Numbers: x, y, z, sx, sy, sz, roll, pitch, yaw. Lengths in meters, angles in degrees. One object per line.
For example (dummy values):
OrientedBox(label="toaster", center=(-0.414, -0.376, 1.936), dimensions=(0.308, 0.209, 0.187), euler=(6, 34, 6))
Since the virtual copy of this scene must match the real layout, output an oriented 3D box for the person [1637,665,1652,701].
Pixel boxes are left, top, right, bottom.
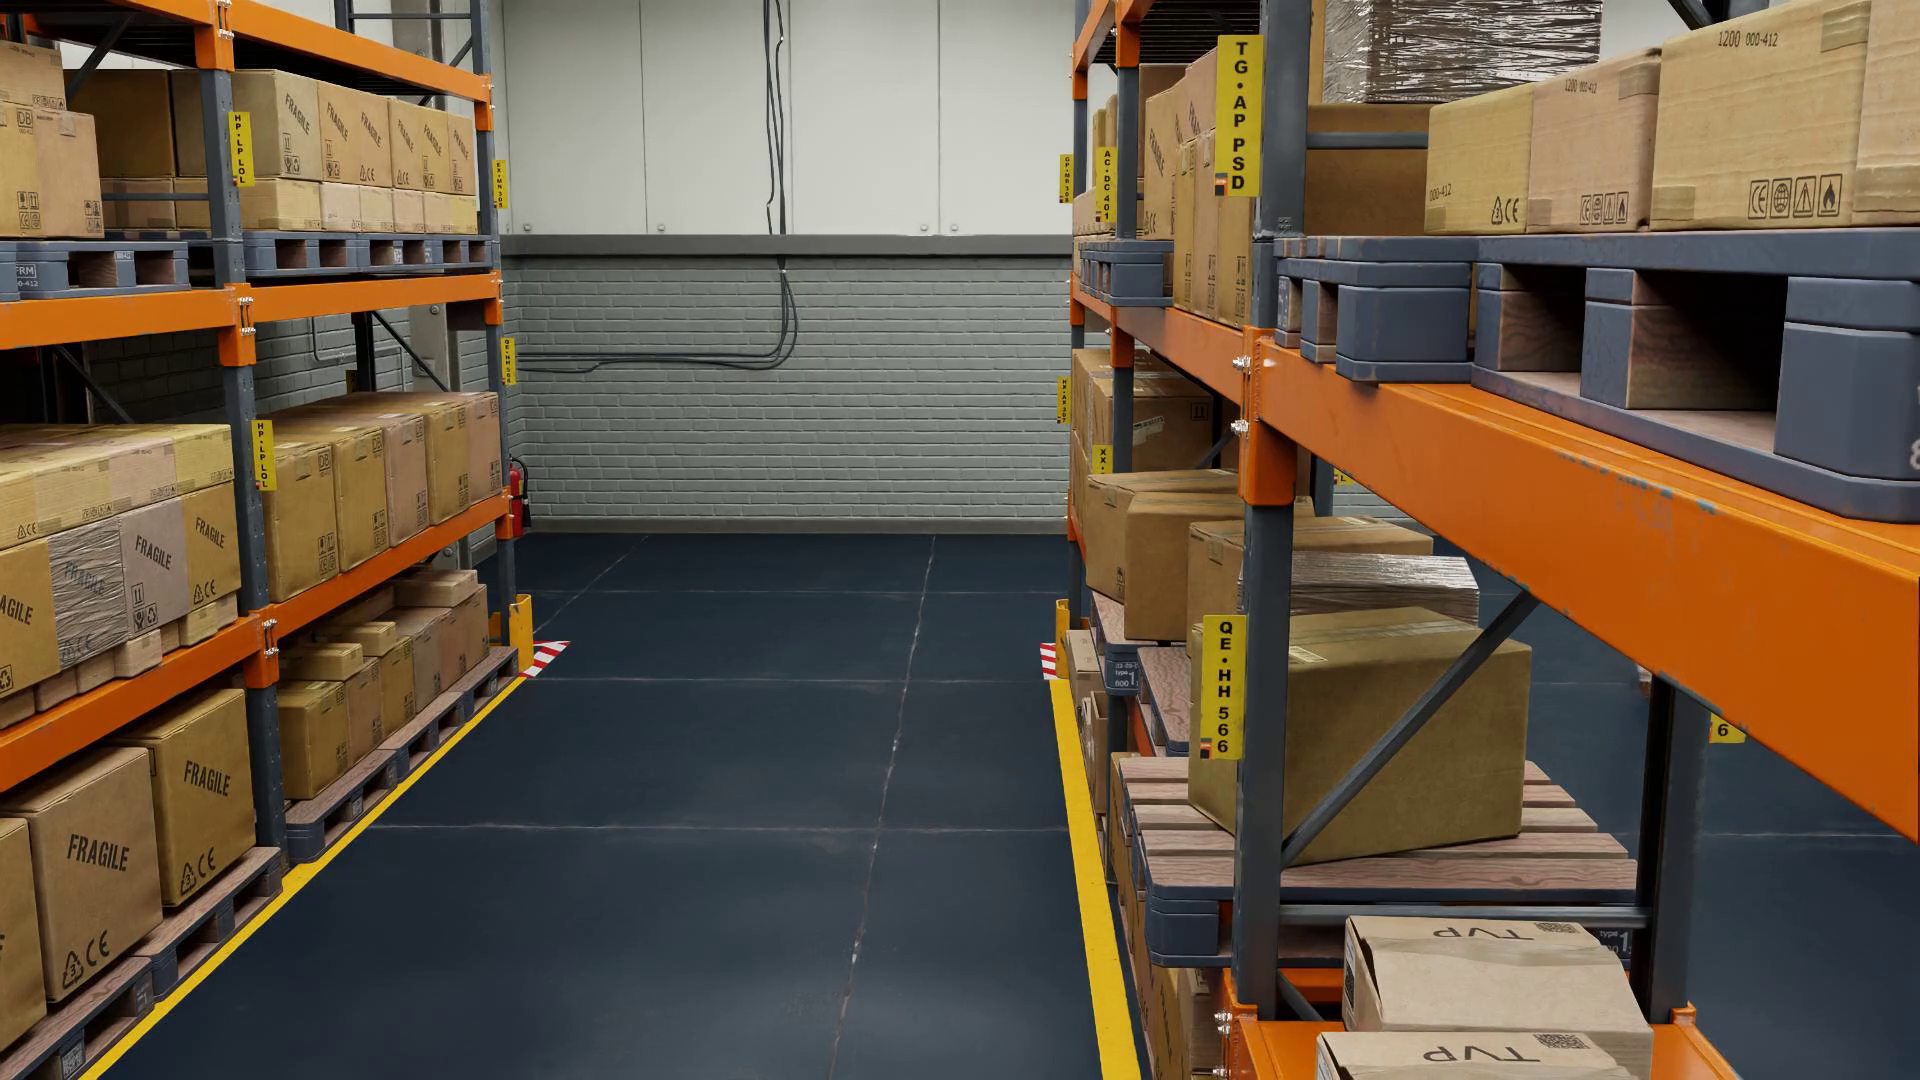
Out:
OrientedBox(label="person", center=(4.710, 0.109, 11.149), dimensions=(0.630, 1.919, 0.519), euler=(2, 10, 13))
